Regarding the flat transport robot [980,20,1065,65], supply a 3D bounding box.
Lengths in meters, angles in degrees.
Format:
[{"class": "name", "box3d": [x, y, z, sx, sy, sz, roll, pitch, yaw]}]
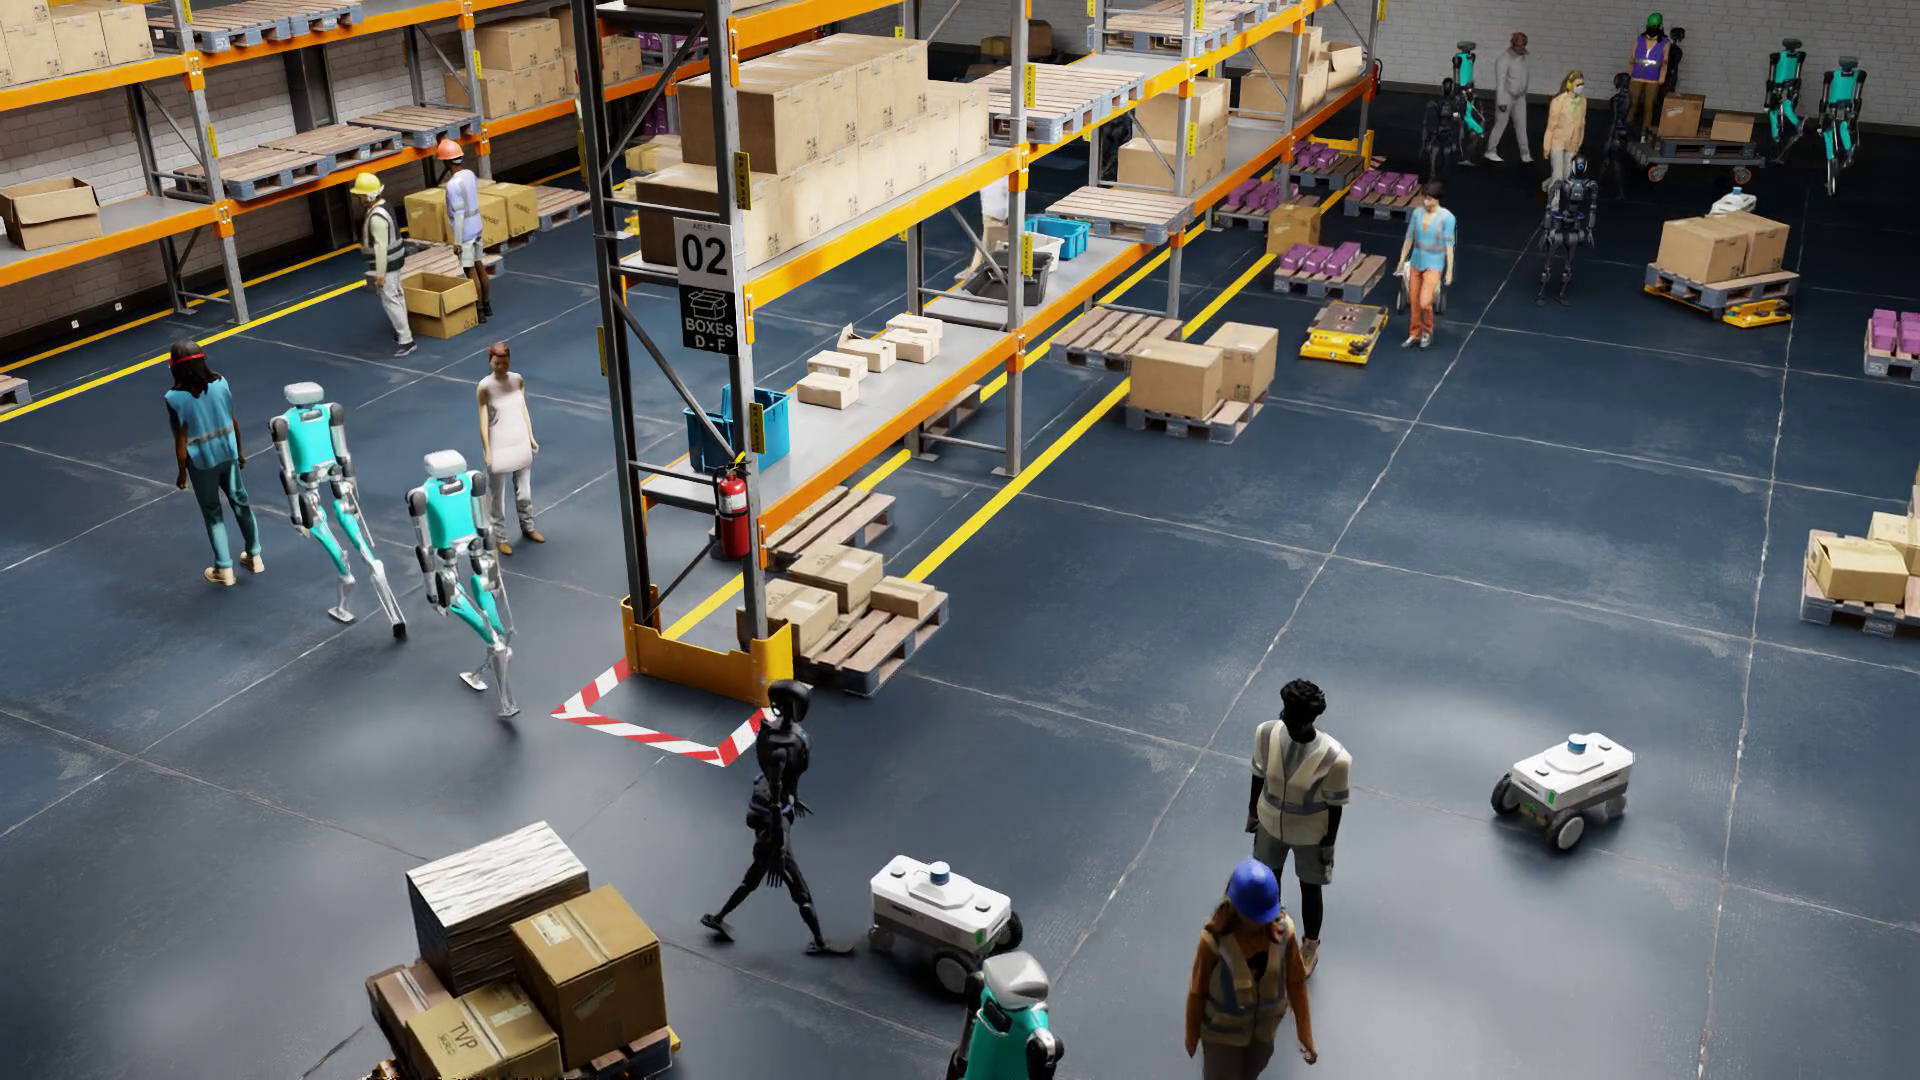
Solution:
[{"class": "flat transport robot", "box3d": [1.079, -8.439, 29.825, 1.431, 0.231, 0.659, 21, 33, 36]}]

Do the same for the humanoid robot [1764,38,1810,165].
[{"class": "humanoid robot", "box3d": [11.732, -6.099, 23.539, 0.536, 1.863, 0.731, -6, 27, -12]}]

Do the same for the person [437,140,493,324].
[{"class": "person", "box3d": [-5.195, -3.216, 17.403, 0.372, 1.932, 0.542, 3, 26, 6]}]

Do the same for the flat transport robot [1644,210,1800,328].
[{"class": "flat transport robot", "box3d": [8.234, -2.632, 18.095, 0.659, 0.231, 1.431, -11, 28, -21]}]

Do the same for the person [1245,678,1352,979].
[{"class": "person", "box3d": [1.659, 1.427, 8.293, 0.533, 1.691, 0.319, 19, 32, 34]}]

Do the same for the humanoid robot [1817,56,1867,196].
[{"class": "humanoid robot", "box3d": [11.808, -5.464, 22.276, 0.557, 1.893, 0.770, 3, 26, 5]}]

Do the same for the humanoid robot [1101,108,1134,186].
[{"class": "humanoid robot", "box3d": [2.061, -5.690, 22.708, 0.640, 1.638, 0.597, -23, 34, -38]}]

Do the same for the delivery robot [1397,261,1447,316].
[{"class": "delivery robot", "box3d": [4.998, -2.751, 18.035, 0.499, 0.614, 0.815, 4, 27, 7]}]

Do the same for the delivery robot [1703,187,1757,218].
[{"class": "delivery robot", "box3d": [9.616, -4.091, 20.702, 0.499, 0.579, 0.753, 21, 33, 36]}]

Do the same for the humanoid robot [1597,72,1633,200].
[{"class": "humanoid robot", "box3d": [8.665, -5.358, 22.033, 0.654, 1.637, 0.610, 18, 32, 32]}]

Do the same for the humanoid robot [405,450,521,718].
[{"class": "humanoid robot", "box3d": [-2.994, 0.352, 10.466, 1.011, 1.774, 0.530, 24, 35, 39]}]

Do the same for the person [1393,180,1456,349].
[{"class": "person", "box3d": [4.649, -2.725, 16.609, 0.447, 1.747, 0.558, -22, 34, -37]}]

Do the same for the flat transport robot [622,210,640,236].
[{"class": "flat transport robot", "box3d": [-3.766, -4.118, 21.097, 0.659, 0.231, 1.431, 3, 26, 6]}]

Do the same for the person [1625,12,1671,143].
[{"class": "person", "box3d": [10.212, -6.864, 24.769, 0.545, 1.929, 0.417, 15, 30, 28]}]

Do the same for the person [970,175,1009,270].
[{"class": "person", "box3d": [0.391, -3.707, 18.677, 0.566, 1.682, 0.918, 19, 32, 33]}]

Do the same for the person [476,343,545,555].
[{"class": "person", "box3d": [-3.430, -0.706, 12.637, 0.283, 1.657, 0.450, 24, 35, 39]}]

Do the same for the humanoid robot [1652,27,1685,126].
[{"class": "humanoid robot", "box3d": [10.681, -6.907, 25.145, 0.321, 1.649, 0.612, 1, 26, 1]}]

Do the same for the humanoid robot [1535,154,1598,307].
[{"class": "humanoid robot", "box3d": [6.542, -3.332, 17.905, 0.599, 1.657, 0.315, 0, 26, 0]}]

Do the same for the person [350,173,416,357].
[{"class": "person", "box3d": [-5.749, -2.771, 16.627, 0.407, 1.830, 0.673, -4, 27, -8]}]

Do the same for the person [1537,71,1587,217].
[{"class": "person", "box3d": [7.663, -5.066, 21.234, 0.556, 1.855, 0.688, -9, 28, -17]}]

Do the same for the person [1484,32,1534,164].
[{"class": "person", "box3d": [7.912, -6.273, 23.665, 0.721, 1.856, 0.812, -14, 30, -26]}]

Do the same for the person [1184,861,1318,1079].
[{"class": "person", "box3d": [1.217, 2.084, 6.892, 0.487, 1.758, 0.649, -9, 28, -18]}]

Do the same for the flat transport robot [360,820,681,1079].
[{"class": "flat transport robot", "box3d": [-2.107, 2.456, 7.816, 1.431, 0.231, 0.659, -18, 32, -32]}]

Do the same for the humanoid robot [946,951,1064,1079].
[{"class": "humanoid robot", "box3d": [-0.107, 2.421, 6.288, 1.070, 1.721, 0.535, -15, 30, -28]}]

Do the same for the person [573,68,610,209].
[{"class": "person", "box3d": [-4.724, -5.154, 21.419, 0.394, 1.839, 0.563, 9, 28, 18]}]

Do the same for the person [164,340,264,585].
[{"class": "person", "box3d": [-5.444, -0.561, 12.112, 0.391, 1.866, 0.527, 19, 32, 33]}]

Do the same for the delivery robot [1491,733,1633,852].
[{"class": "delivery robot", "box3d": [3.503, 1.413, 9.613, 0.781, 0.605, 0.499, -14, 30, -27]}]

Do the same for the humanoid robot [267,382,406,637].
[{"class": "humanoid robot", "box3d": [-4.204, -0.140, 11.441, 0.976, 1.791, 0.560, 20, 33, 35]}]

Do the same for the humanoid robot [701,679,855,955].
[{"class": "humanoid robot", "box3d": [-0.962, 1.413, 8.419, 0.823, 1.635, 0.607, 1, 26, 2]}]

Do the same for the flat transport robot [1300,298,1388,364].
[{"class": "flat transport robot", "box3d": [3.978, -2.158, 17.137, 0.659, 0.231, 1.431, 10, 28, 19]}]

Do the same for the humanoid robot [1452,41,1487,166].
[{"class": "humanoid robot", "box3d": [7.254, -6.052, 23.431, 0.769, 1.838, 0.540, 21, 33, 36]}]

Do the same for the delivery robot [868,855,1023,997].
[{"class": "delivery robot", "box3d": [-0.084, 1.934, 8.551, 0.779, 0.597, 0.499, 16, 30, 28]}]

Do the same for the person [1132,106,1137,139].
[{"class": "person", "box3d": [2.709, -6.475, 24.122, 0.371, 1.819, 0.522, -13, 29, -24]}]

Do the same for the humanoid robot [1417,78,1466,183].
[{"class": "humanoid robot", "box3d": [6.305, -5.234, 21.804, 0.589, 1.648, 0.697, 2, 26, 5]}]
